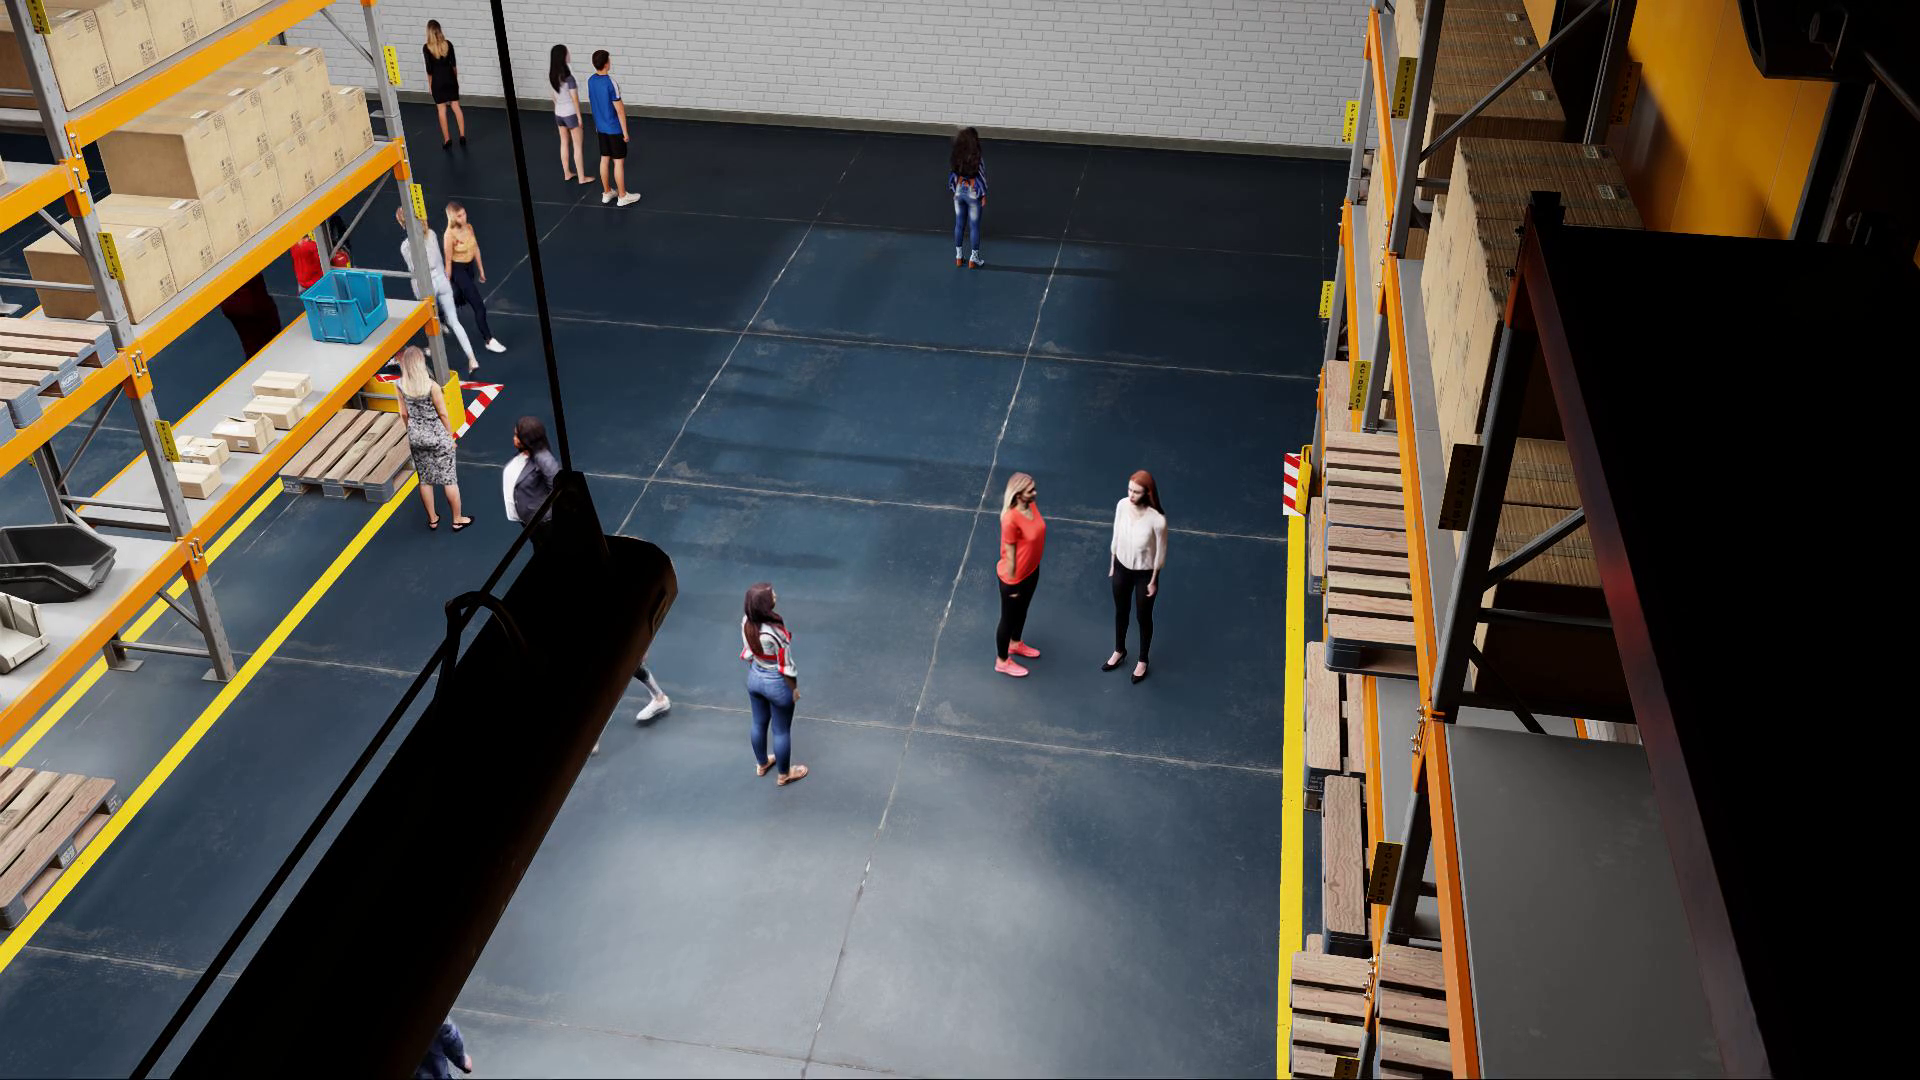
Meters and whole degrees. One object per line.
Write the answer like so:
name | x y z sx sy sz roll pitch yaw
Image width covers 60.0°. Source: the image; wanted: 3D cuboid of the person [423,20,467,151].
person | -6.683 -5.901 21.542 0.596 1.677 0.659 -22 39 -29

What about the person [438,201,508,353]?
person | -5.052 -2.650 16.726 0.842 1.593 1.111 11 35 16

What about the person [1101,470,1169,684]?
person | 1.290 0.257 12.202 0.668 1.760 0.661 24 40 31

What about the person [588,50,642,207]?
person | -4.211 -4.955 19.948 0.720 1.866 0.698 18 38 25

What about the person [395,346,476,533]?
person | -4.433 -0.830 13.886 0.556 1.705 0.482 6 34 9

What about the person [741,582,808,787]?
person | -1.290 0.962 11.273 0.663 1.614 0.660 22 40 30

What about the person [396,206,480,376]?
person | -5.074 -2.400 16.220 1.073 1.738 1.216 26 42 34

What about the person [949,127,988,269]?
person | 0.093 -3.804 18.450 0.677 1.607 0.661 18 37 24

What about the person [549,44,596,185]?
person | -4.852 -5.269 20.563 0.673 1.707 0.677 23 40 30

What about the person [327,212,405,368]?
person | -5.891 -2.389 16.256 1.019 1.680 1.216 -7 34 -10

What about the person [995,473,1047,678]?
person | 0.419 0.242 12.285 0.707 1.693 0.575 17 37 24

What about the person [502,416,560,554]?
person | -3.334 -0.264 13.134 0.846 1.597 0.799 -26 42 -34
